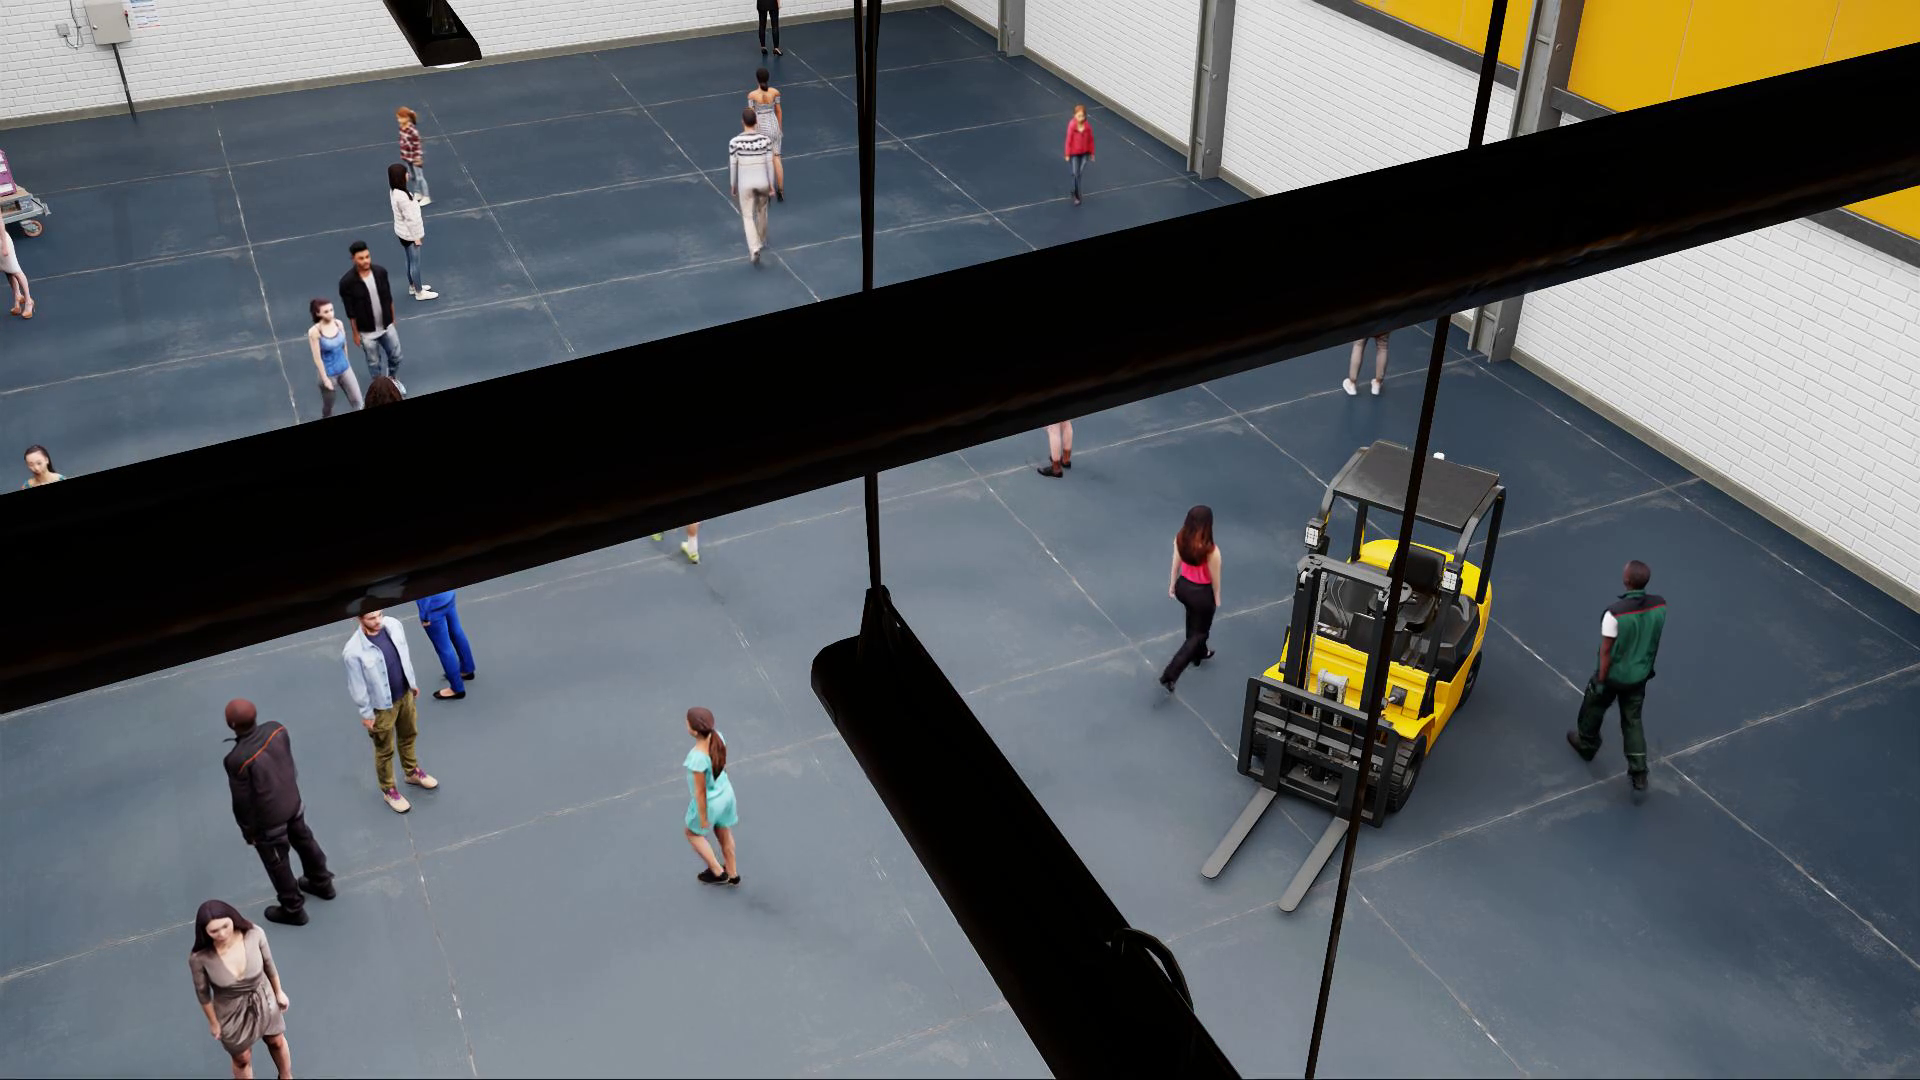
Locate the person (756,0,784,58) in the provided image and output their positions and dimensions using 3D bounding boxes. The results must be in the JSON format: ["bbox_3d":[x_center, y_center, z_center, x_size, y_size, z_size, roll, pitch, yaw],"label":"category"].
[{"bbox_3d":[-3.135,-8.720,27.059,0.691,1.662,0.748,11,35,16],"label":"person"}]

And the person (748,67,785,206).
[{"bbox_3d":[-2.518,-5.286,21.748,0.618,1.822,0.564,-10,35,-15],"label":"person"}]

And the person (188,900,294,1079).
[{"bbox_3d":[-4.179,2.743,9.737,0.638,1.746,0.588,-24,40,-31],"label":"person"}]

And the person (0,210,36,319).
[{"bbox_3d":[-10.896,-3.373,18.899,0.572,1.789,0.686,20,39,27],"label":"person"}]

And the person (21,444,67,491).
[{"bbox_3d":[-7.574,-0.064,14.051,0.656,1.645,1.072,-11,35,-15],"label":"person"}]

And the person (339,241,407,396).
[{"bbox_3d":[-6.144,-2.287,17.263,0.765,1.792,0.731,-25,41,-33],"label":"person"}]

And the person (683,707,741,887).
[{"bbox_3d":[-1.639,1.790,11.347,0.703,1.550,0.656,18,38,25],"label":"person"}]

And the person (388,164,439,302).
[{"bbox_3d":[-6.429,-3.599,19.376,0.707,1.638,0.531,-20,39,-28],"label":"person"}]

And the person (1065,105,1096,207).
[{"bbox_3d":[1.552,-5.127,21.983,0.589,1.297,0.790,-10,35,-15],"label":"person"}]

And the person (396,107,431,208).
[{"bbox_3d":[-7.201,-5.061,21.875,0.578,1.305,0.675,24,41,32],"label":"person"}]

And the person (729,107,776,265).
[{"bbox_3d":[-2.511,-4.312,20.256,0.806,1.850,1.157,-9,35,-13],"label":"person"}]

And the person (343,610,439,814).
[{"bbox_3d":[-4.159,1.147,12.081,0.779,1.809,0.762,17,37,24],"label":"person"}]

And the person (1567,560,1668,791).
[{"bbox_3d":[4.924,1.041,12.252,0.827,1.796,1.106,-7,34,-10],"label":"person"}]

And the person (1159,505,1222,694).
[{"bbox_3d":[1.841,0.482,13.241,0.845,1.633,1.037,-27,42,-34],"label":"person"}]

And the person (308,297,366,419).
[{"bbox_3d":[-6.262,-1.667,16.527,1.134,1.574,0.860,25,41,32],"label":"person"}]

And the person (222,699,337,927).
[{"bbox_3d":[-4.572,1.791,11.106,0.832,1.817,0.777,12,36,18],"label":"person"}]
